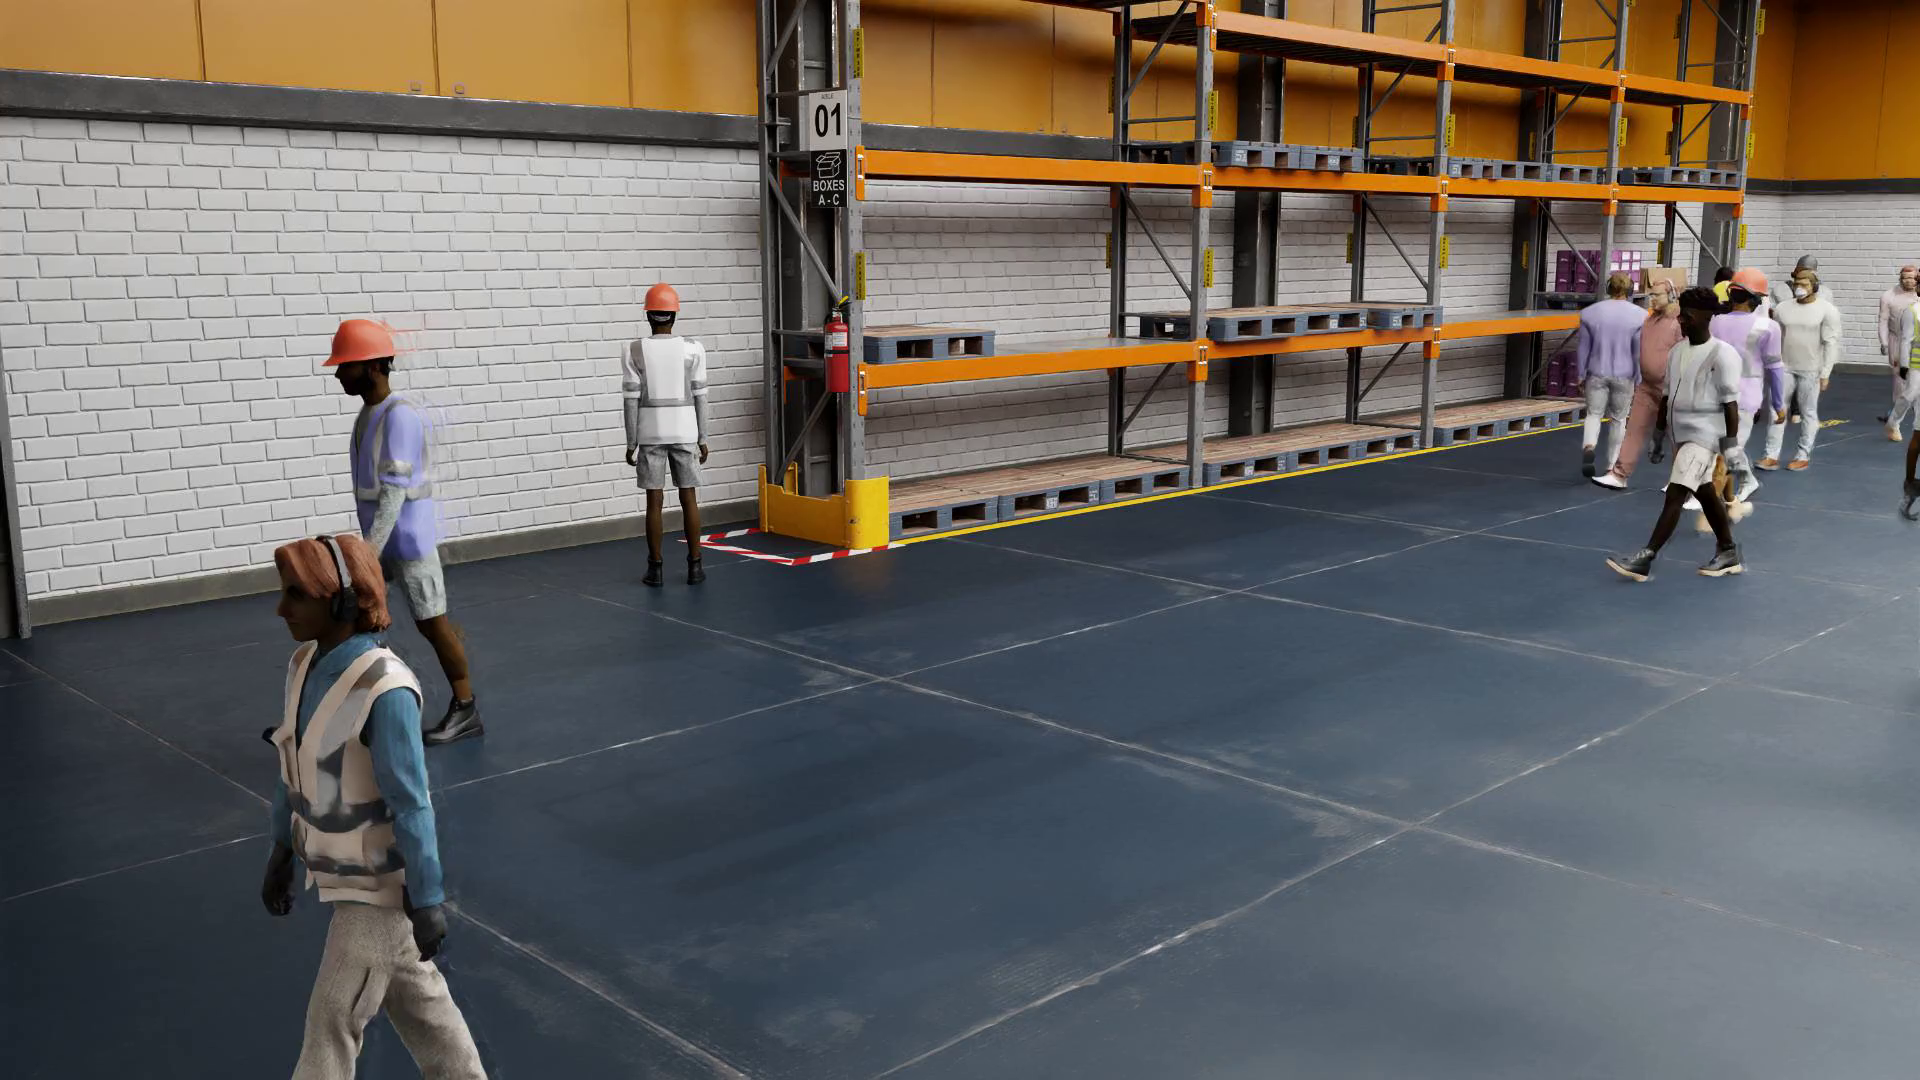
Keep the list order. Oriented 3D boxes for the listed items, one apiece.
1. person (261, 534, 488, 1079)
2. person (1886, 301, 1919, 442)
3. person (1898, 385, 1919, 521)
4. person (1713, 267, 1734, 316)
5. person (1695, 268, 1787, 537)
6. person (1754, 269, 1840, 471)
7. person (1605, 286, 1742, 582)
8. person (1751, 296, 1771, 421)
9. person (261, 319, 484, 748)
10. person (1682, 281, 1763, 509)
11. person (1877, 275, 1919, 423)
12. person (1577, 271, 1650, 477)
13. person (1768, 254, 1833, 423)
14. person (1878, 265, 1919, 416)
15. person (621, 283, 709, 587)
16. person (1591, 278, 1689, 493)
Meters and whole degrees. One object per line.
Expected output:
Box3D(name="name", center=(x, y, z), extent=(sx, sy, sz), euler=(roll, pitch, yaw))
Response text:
Box3D(name="person", center=(-1.406, 0.776, 3.742), extent=(0.838, 1.591, 0.530), euler=(-8, 13, -38))
Box3D(name="person", center=(10.260, -1.889, 17.695), extent=(0.627, 1.812, 0.912), euler=(0, 10, 3))
Box3D(name="person", center=(5.092, -0.216, 8.482), extent=(0.523, 1.837, 0.787), euler=(6, 12, 29))
Box3D(name="person", center=(8.932, -2.288, 19.677), extent=(0.612, 1.881, 0.869), euler=(2, 11, 11))
Box3D(name="person", center=(5.887, -1.041, 12.548), extent=(1.041, 1.984, 0.617), euler=(-8, 13, -37))
Box3D(name="person", center=(7.859, -1.578, 15.679), extent=(0.802, 1.914, 0.655), euler=(-8, 13, -39))
Box3D(name="person", center=(4.722, -0.680, 10.791), extent=(1.029, 1.911, 0.623), euler=(-2, 11, -9))
Box3D(name="person", center=(9.212, -2.264, 19.670), extent=(0.962, 1.831, 0.565), euler=(-8, 13, -37))
Box3D(name="person", center=(-2.510, 0.012, 7.099), extent=(0.963, 1.883, 0.550), euler=(-9, 14, -42))
Box3D(name="person", center=(6.387, -1.208, 13.800), extent=(0.995, 1.880, 0.587), euler=(-5, 11, -24))
Box3D(name="person", center=(11.179, -2.204, 19.426), extent=(0.582, 1.792, 0.889), euler=(-6, 12, -30))
Box3D(name="person", center=(5.918, -1.483, 15.146), extent=(0.632, 1.923, 0.708), euler=(6, 12, 31))
Box3D(name="person", center=(10.076, -2.432, 20.003), extent=(0.706, 2.000, 0.542), euler=(5, 12, 28))
Box3D(name="person", center=(11.684, -2.445, 20.522), extent=(0.671, 1.880, 0.492), euler=(6, 12, 32))
Box3D(name="person", center=(-1.879, -0.664, 10.640), extent=(0.542, 1.939, 0.364), euler=(-3, 11, -14))
Box3D(name="person", center=(6.009, -1.319, 14.410), extent=(0.943, 1.863, 0.662), euler=(-4, 11, -20))
